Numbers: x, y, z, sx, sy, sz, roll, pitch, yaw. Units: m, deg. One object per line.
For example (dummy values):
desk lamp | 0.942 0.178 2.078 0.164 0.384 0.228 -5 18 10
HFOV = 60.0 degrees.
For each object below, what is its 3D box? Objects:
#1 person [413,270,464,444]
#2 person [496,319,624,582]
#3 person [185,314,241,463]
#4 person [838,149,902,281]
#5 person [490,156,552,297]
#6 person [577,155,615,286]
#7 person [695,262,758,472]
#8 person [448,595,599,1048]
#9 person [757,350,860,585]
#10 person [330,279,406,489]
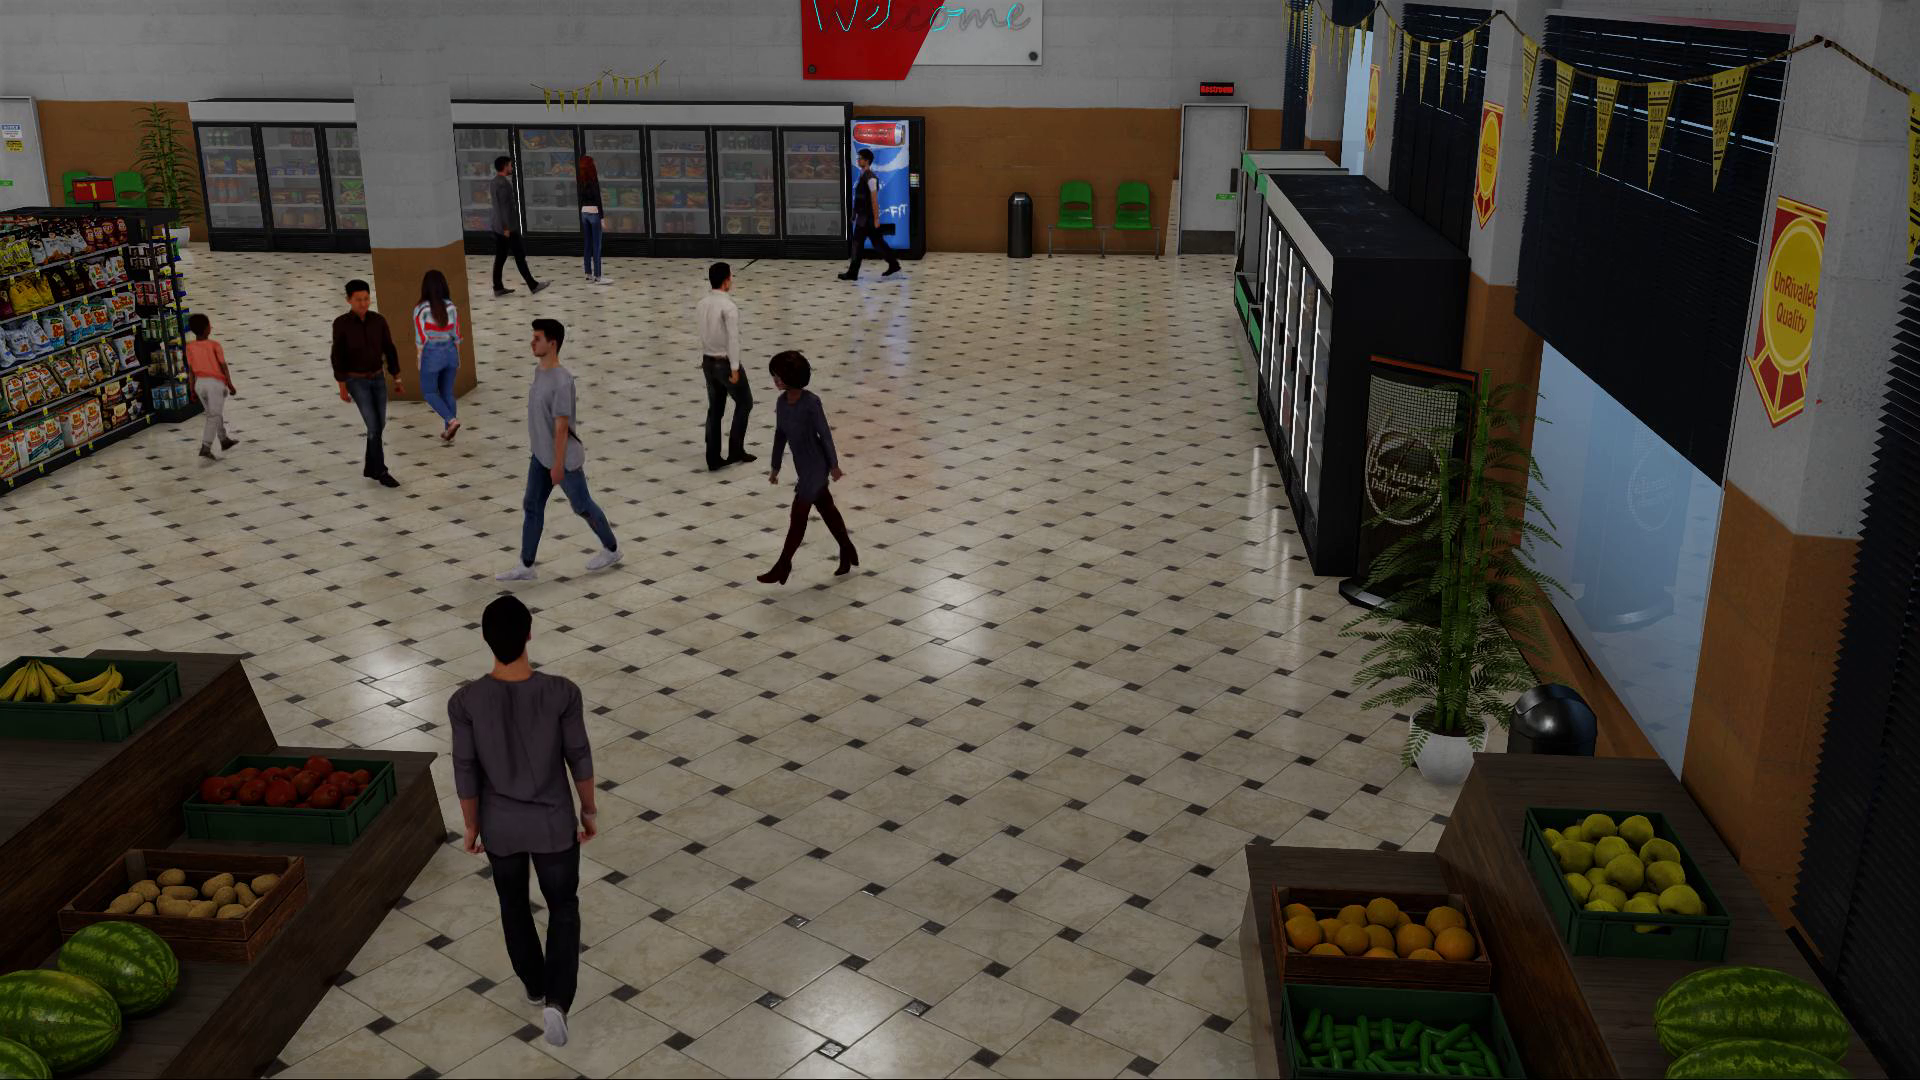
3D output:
person | -4.712 -1.639 15.147 0.830 1.600 0.884 -16 24 -39
person | -2.749 -0.609 11.706 1.222 1.848 1.179 -14 23 -35
person | -6.663 -1.334 14.716 0.507 1.297 0.908 2 19 7
person | -1.217 -4.581 23.547 0.970 1.810 1.197 -5 19 -14
person | -6.172 -4.188 22.323 1.112 1.845 1.072 -12 22 -32
person | -5.151 -4.479 23.278 0.672 1.787 0.718 17 25 41
person | -2.126 -1.463 14.323 0.849 1.794 0.900 16 24 39
person | -1.714 1.136 6.560 0.850 1.829 1.086 -3 19 -10
person | -0.964 -0.491 11.653 1.091 1.659 1.052 -18 25 -42
person | -4.977 -1.301 13.920 0.965 1.744 0.910 17 25 40
